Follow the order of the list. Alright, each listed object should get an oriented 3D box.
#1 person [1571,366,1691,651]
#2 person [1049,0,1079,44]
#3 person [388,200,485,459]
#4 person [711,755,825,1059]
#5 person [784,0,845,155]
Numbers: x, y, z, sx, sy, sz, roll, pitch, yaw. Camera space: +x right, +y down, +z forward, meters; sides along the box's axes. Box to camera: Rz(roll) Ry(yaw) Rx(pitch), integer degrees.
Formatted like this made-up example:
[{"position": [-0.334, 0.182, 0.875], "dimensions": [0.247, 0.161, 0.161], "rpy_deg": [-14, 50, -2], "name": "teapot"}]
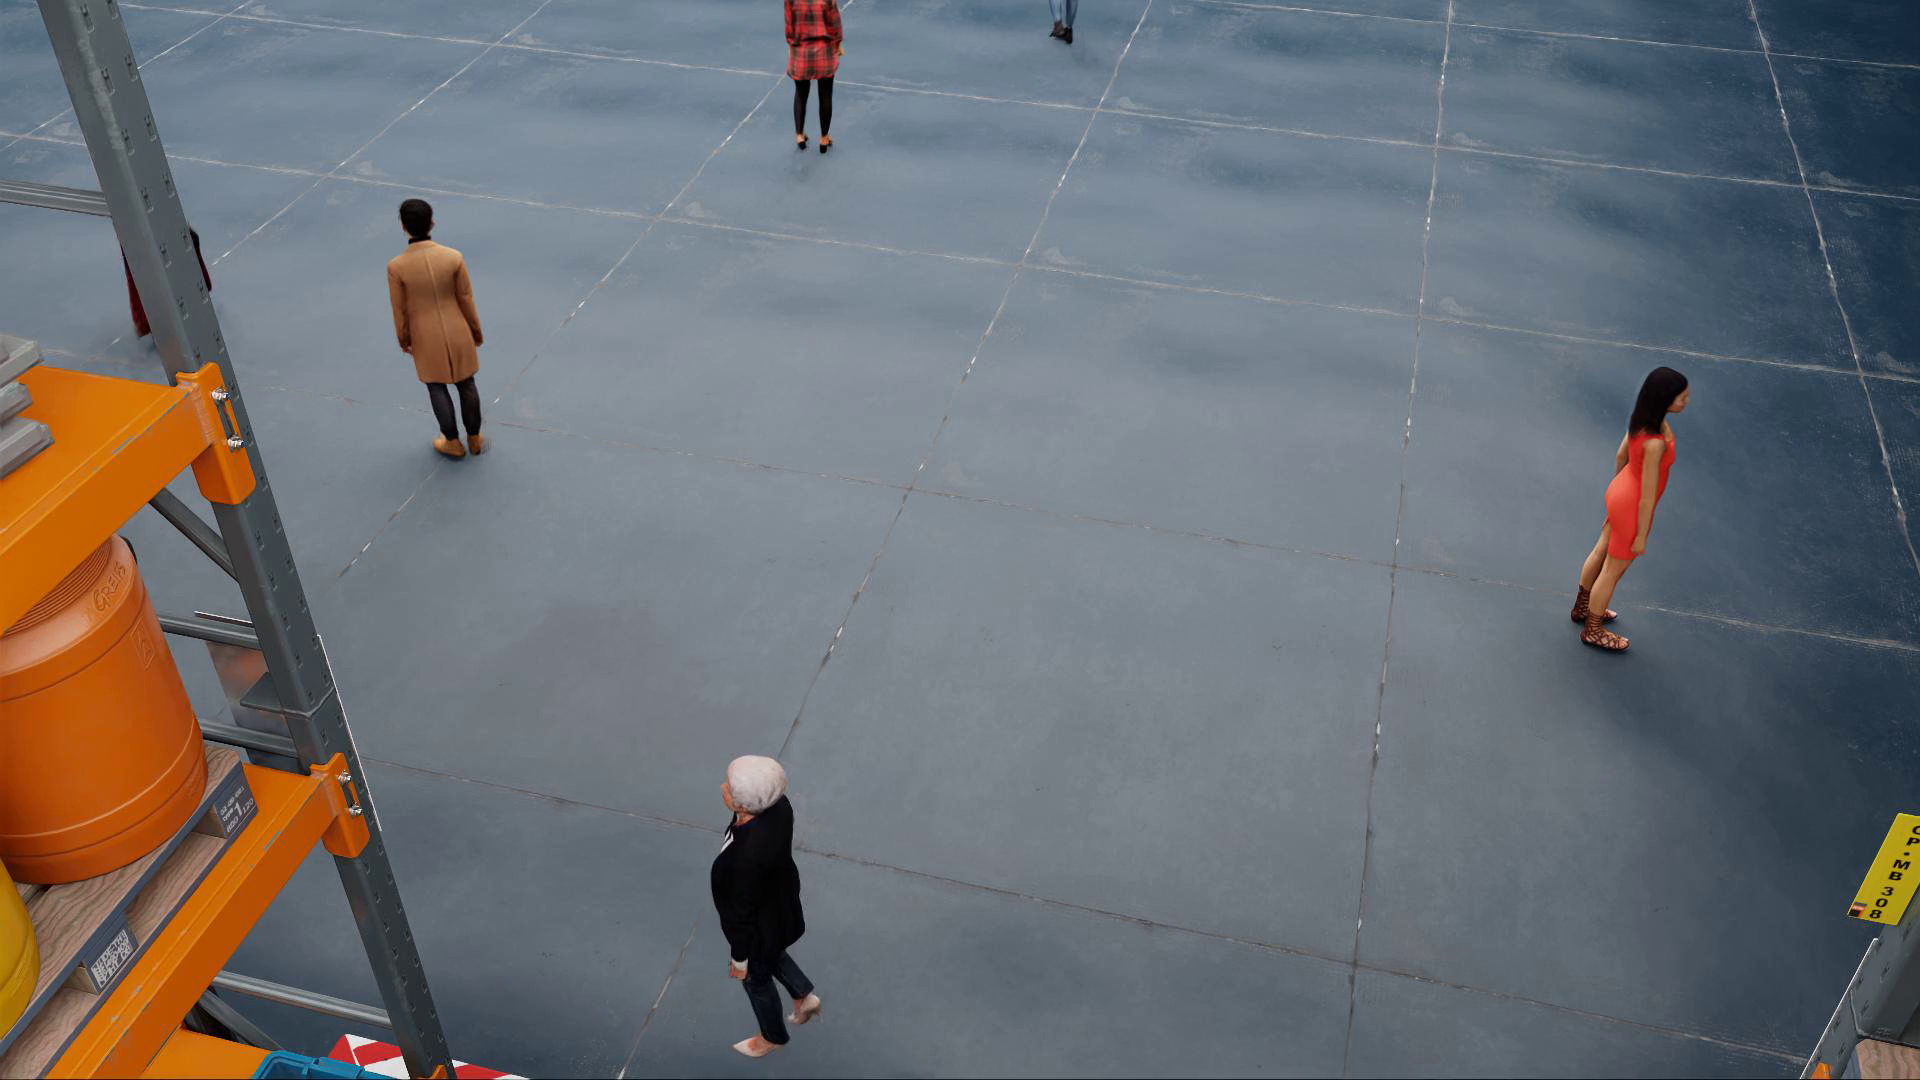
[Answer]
[{"position": [3.583, -0.175, 8.901], "dimensions": [0.686, 1.719, 0.504], "rpy_deg": [3, 38, 4], "name": "person"}, {"position": [1.041, -5.526, 15.816], "dimensions": [0.723, 1.627, 0.757], "rpy_deg": [-11, 39, -14], "name": "person"}, {"position": [-3.216, -1.277, 10.316], "dimensions": [0.781, 1.711, 0.818], "rpy_deg": [-15, 40, -18], "name": "person"}, {"position": [-0.764, 1.493, 6.629], "dimensions": [0.720, 1.763, 0.690], "rpy_deg": [8, 39, 10], "name": "person"}, {"position": [-1.212, -4.019, 13.831], "dimensions": [0.652, 1.698, 0.627], "rpy_deg": [5, 38, 7], "name": "person"}]
